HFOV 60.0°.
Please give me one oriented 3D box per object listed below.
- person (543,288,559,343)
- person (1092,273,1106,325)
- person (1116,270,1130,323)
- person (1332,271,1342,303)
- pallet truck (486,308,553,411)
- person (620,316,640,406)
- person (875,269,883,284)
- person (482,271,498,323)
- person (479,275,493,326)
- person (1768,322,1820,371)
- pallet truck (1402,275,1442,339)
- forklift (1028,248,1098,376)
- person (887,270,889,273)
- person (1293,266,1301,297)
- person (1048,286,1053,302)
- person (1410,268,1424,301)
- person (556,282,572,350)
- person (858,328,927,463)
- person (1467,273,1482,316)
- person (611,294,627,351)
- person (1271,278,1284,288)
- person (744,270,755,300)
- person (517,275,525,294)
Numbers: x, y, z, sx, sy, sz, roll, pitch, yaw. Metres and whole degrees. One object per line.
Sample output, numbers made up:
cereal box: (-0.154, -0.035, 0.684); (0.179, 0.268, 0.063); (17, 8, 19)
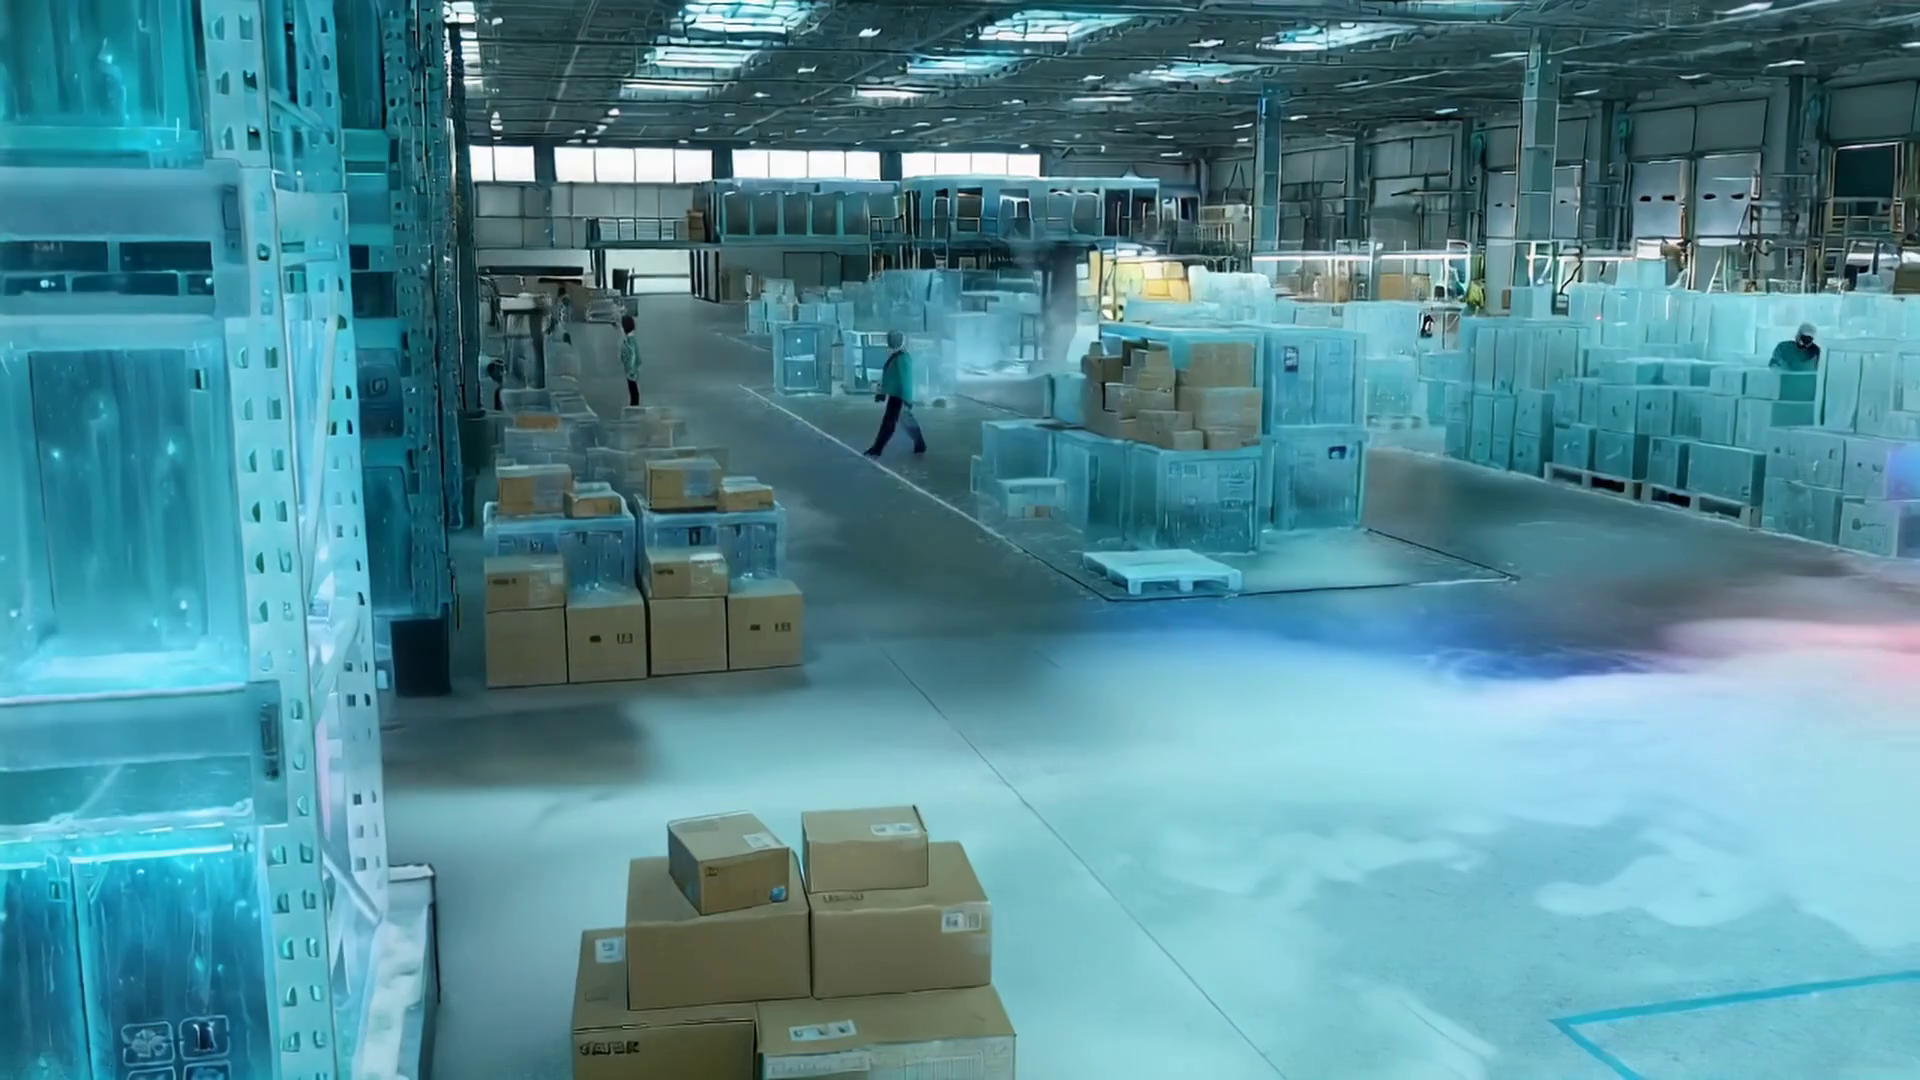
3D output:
person: (-12.218, -6.704, 49.663); (0.531, 1.620, 0.328); (5, 11, 24)
person: (5.029, -8.654, 59.966); (0.550, 1.906, 0.924); (-6, 12, -30)
person: (5.669, -8.407, 58.154); (0.539, 2.000, 0.688); (4, 11, 19)
person: (18.544, -12.510, 81.778); (0.609, 1.897, 0.499); (-5, 11, -28)
pallet truck: (-6.242, -2.418, 24.362); (0.823, 1.965, 1.885); (1, 10, 3)
person: (-5.632, -2.977, 28.383); (0.318, 1.697, 0.535); (-3, 10, -17)
person: (-3.361, -10.600, 70.949); (0.704, 1.914, 0.543); (6, 12, 31)
person: (-17.625, -9.087, 62.308); (0.628, 1.942, 1.035); (-1, 10, -4)
person: (-17.019, -8.609, 59.878); (0.590, 1.837, 0.404); (7, 12, 35)
person: (10.839, -1.887, 21.675); (0.701, 1.896, 0.619); (8, 13, 38)
pallet truck: (14.620, -7.324, 52.145); (0.823, 1.965, 1.885); (8, 13, 40)
forklift: (2.351, -5.085, 36.969); (1.873, 2.768, 1.129); (-3, 10, -15)
person: (-3.235, -11.348, 75.450); (0.795, 1.818, 0.529); (6, 12, 31)
person: (18.156, -13.802, 89.333); (0.628, 1.830, 0.438); (-6, 12, -31)
person: (2.493, -5.831, 44.098); (0.318, 1.858, 0.528); (-9, 13, -41)
person: (20.941, -11.534, 76.302); (0.617, 1.882, 1.000); (4, 11, 21)
person: (-10.268, -5.717, 43.159); (0.373, 1.958, 0.604); (-1, 10, -7)
person: (-0.872, -1.927, 22.196); (0.982, 1.788, 0.636); (-2, 10, -12)
person: (18.403, -8.591, 59.562); (0.582, 1.919, 0.394); (-2, 10, -9)
person: (-9.299, -5.923, 45.358); (0.520, 1.594, 0.870); (-8, 13, -37)
person: (10.285, -7.559, 53.852); (0.593, 1.866, 0.601); (4, 11, 23)
person: (-8.987, -10.718, 71.736); (0.746, 1.859, 0.612); (3, 10, 17)
person: (-17.347, -9.598, 65.740); (0.299, 1.743, 0.493); (-8, 13, -37)
